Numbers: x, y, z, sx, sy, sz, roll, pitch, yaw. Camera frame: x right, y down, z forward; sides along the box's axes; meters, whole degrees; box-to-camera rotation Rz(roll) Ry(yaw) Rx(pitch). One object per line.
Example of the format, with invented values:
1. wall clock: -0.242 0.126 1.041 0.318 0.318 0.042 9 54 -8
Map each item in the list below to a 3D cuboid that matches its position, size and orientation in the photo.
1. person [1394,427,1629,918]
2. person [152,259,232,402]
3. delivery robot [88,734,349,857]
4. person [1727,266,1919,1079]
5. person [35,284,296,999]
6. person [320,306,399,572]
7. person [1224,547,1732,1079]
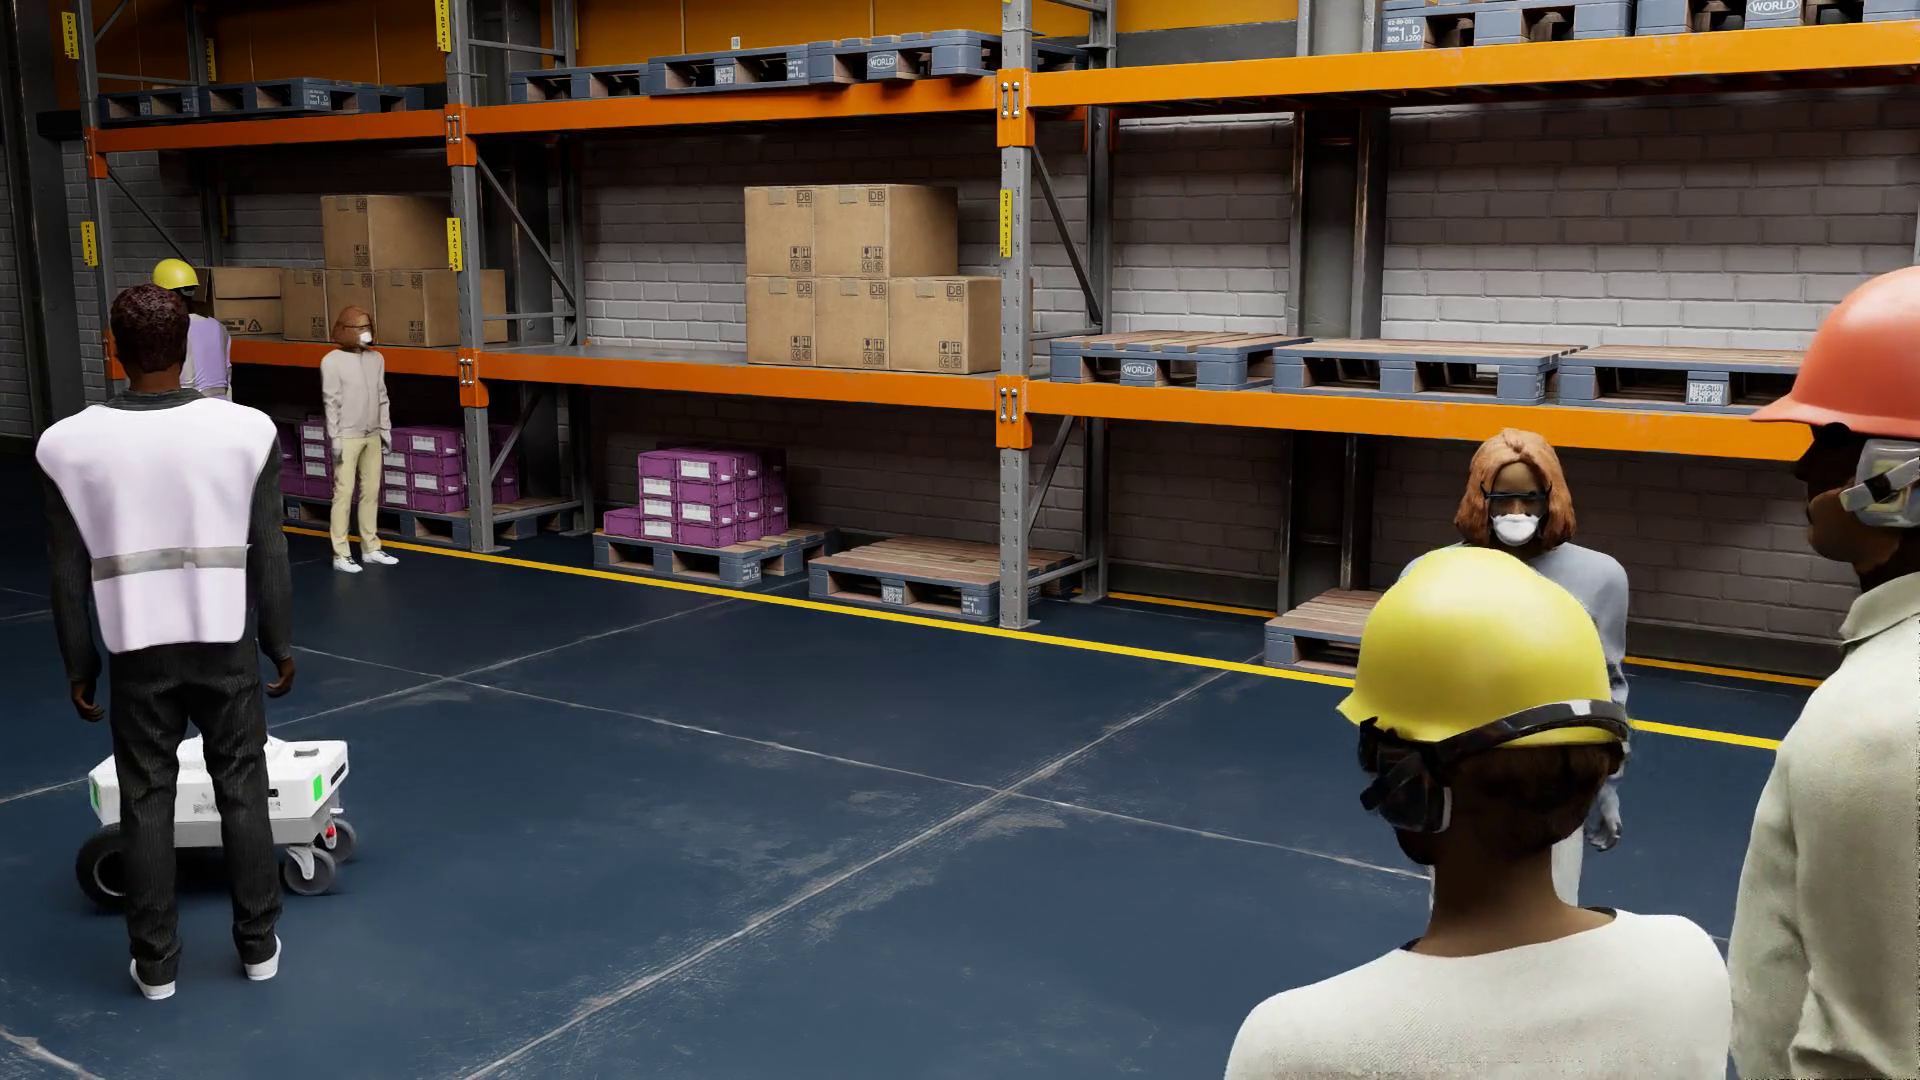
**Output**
1. person: 1.205 0.558 3.698 0.505 1.622 0.297 2 10 9
2. person: -4.371 -0.627 9.459 0.402 1.919 0.588 2 11 13
3. delivery robot: -2.302 0.773 5.206 0.707 0.478 0.477 -1 10 -6
4. person: 1.016 0.704 1.856 0.613 1.995 0.391 -10 14 -43
5. person: -2.091 0.281 4.452 0.582 1.911 0.392 -4 11 -22
6. person: -3.694 -0.621 10.226 0.286 1.627 0.495 5 11 25
7. person: 0.424 0.878 1.552 0.548 1.762 0.371 -5 11 -26
